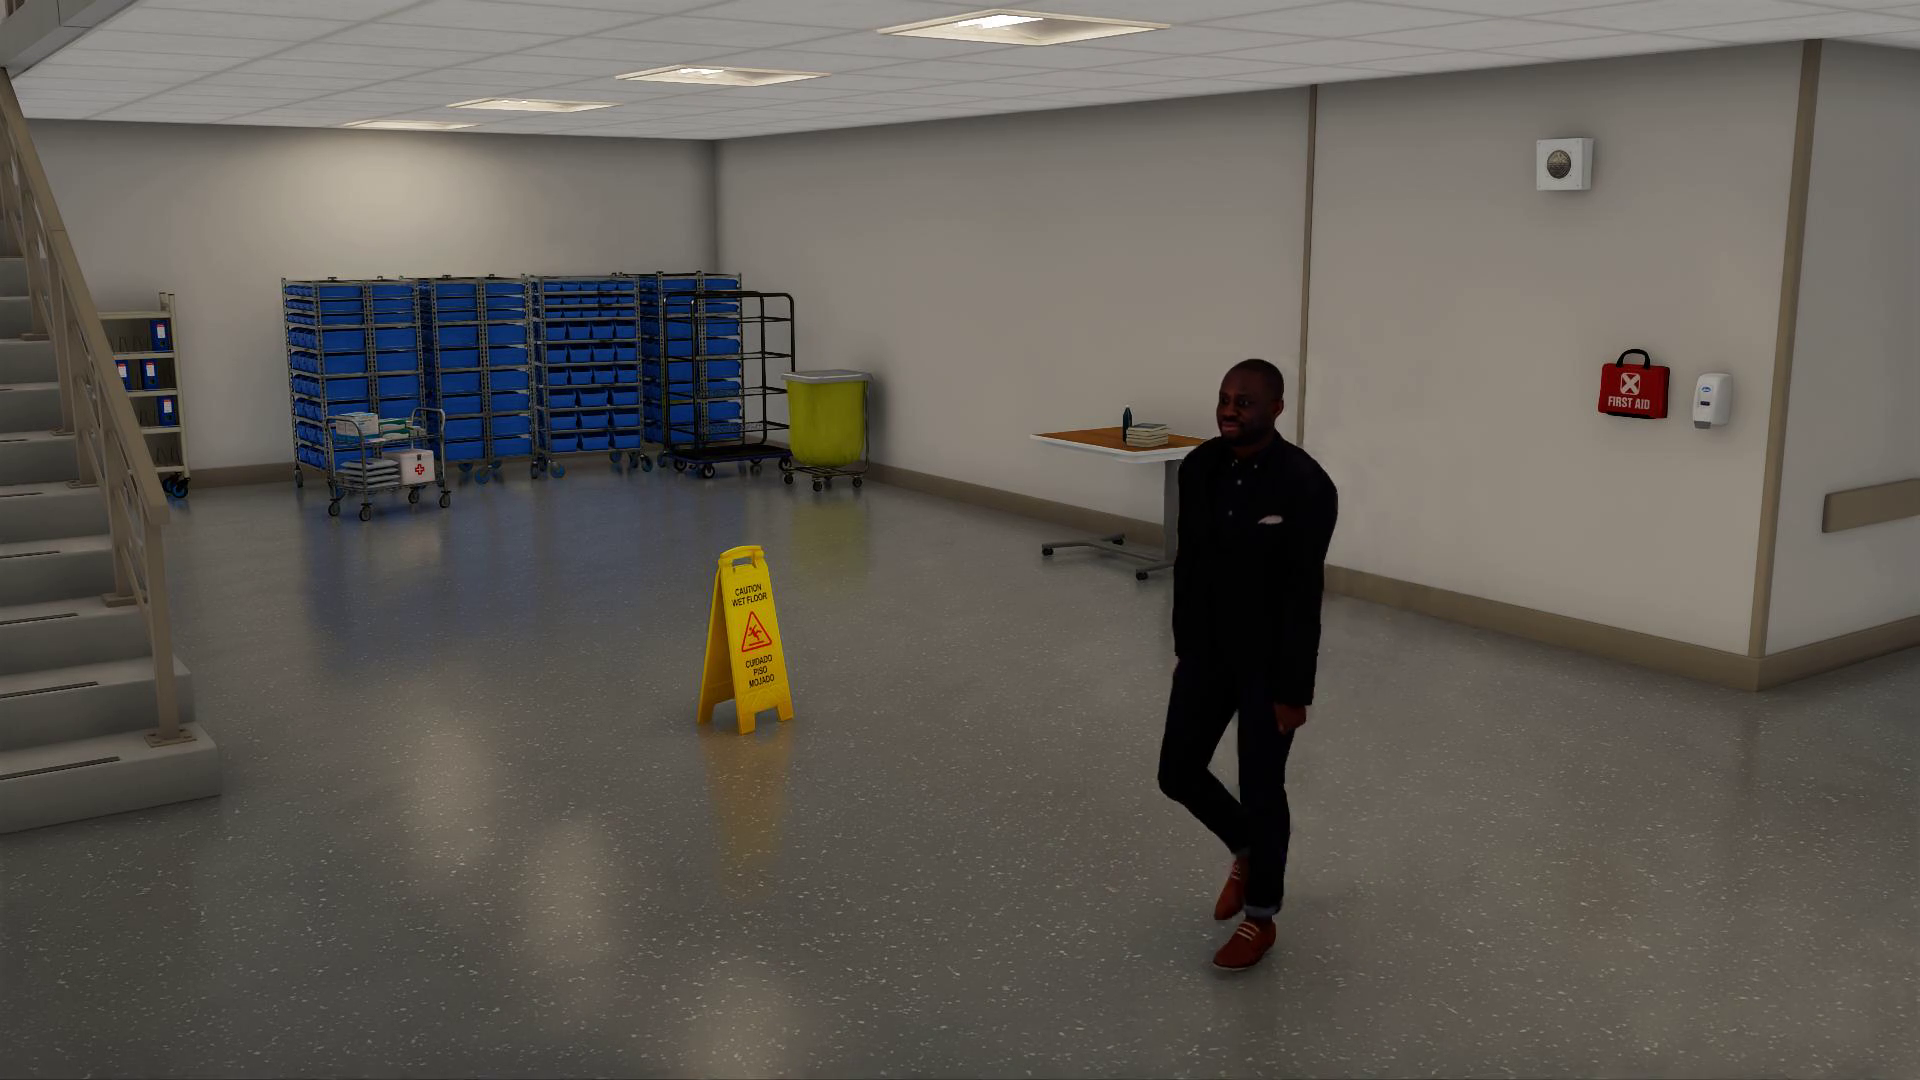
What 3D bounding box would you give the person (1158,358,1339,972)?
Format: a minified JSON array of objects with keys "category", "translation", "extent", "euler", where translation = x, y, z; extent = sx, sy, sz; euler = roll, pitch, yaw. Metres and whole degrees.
[{"category":"person","translation":[0.903,0.361,4.932],"extent":[0.826,1.803,0.709],"euler":[-10,15,-42]}]
